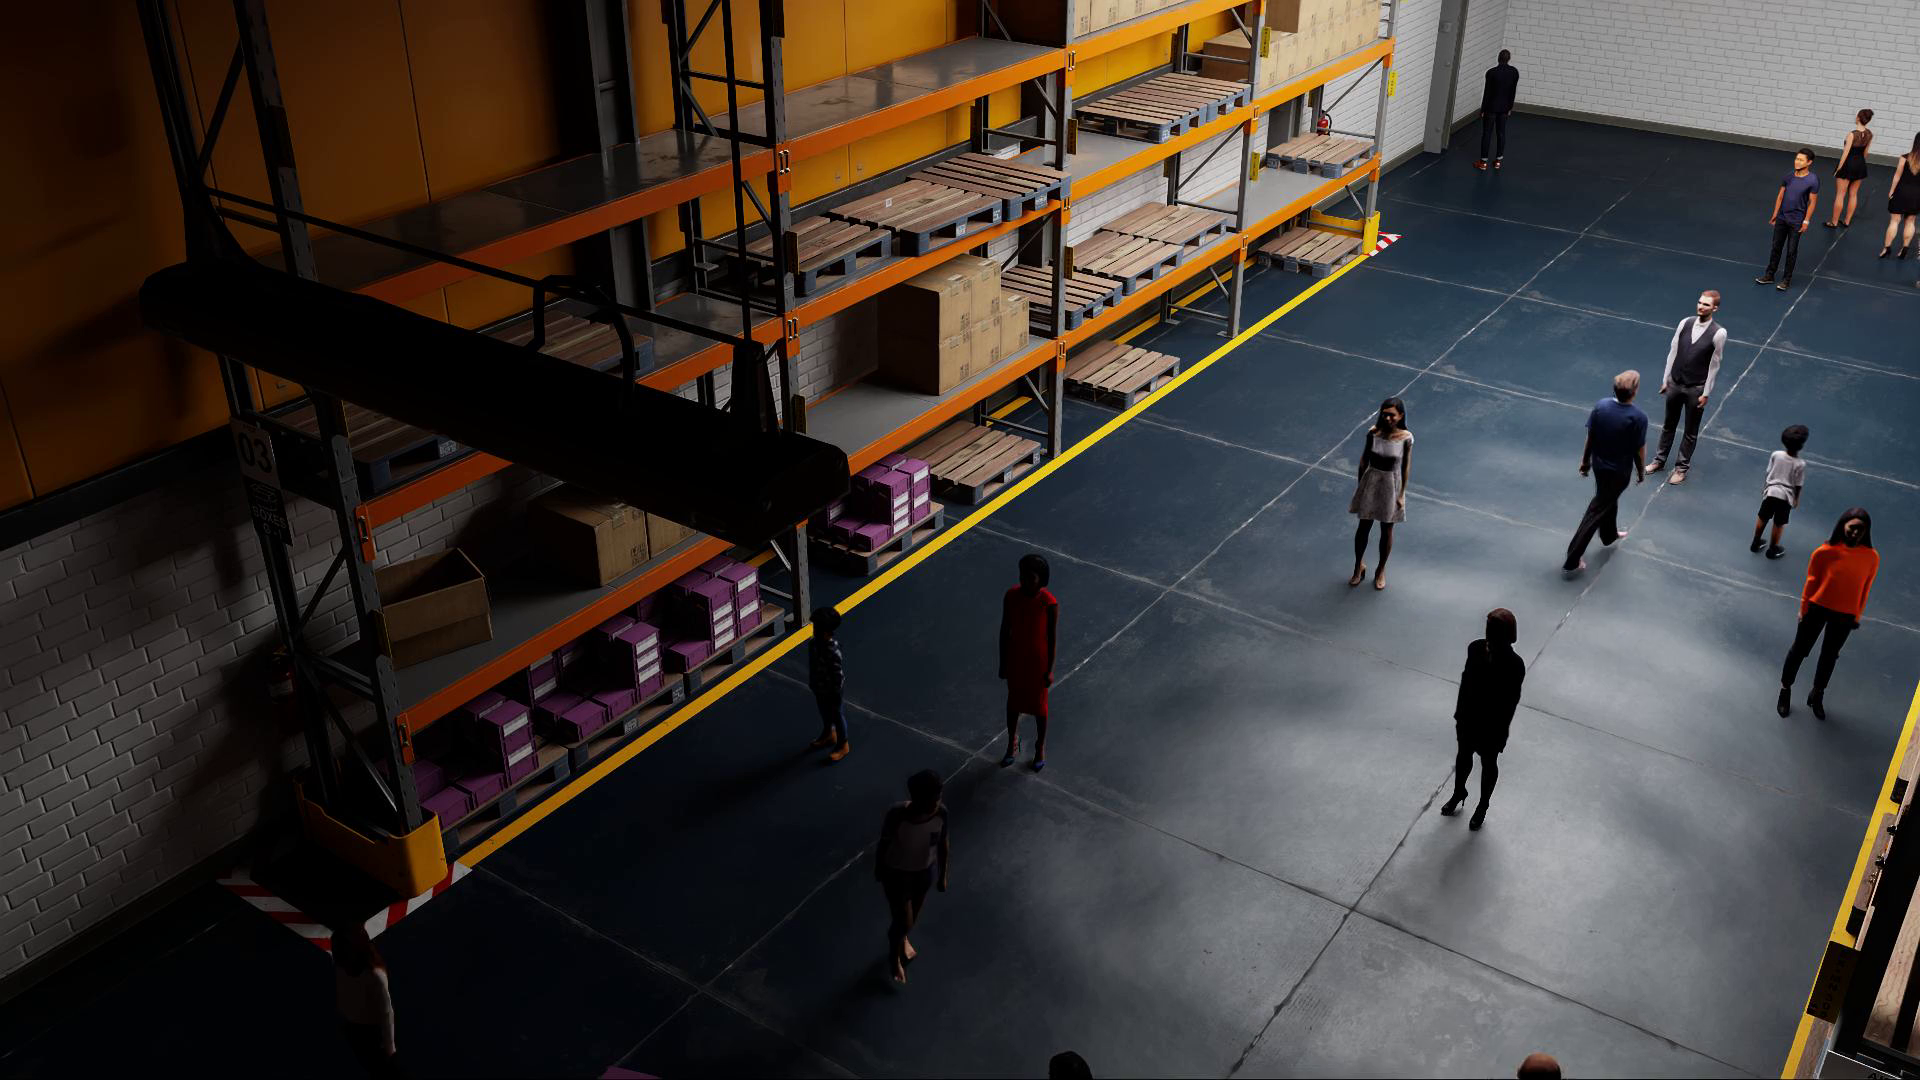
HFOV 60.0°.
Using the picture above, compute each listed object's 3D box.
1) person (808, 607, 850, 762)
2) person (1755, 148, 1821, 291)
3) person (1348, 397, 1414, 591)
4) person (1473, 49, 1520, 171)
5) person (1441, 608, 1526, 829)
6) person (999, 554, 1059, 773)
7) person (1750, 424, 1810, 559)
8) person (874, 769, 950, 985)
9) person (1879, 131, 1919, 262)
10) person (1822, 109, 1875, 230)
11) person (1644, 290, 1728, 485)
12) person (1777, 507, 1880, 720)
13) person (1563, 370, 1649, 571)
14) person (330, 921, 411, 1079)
[{"bbox_3d":[-0.965,1.036,12.196,0.526,1.246,0.538,-23,36,-35],"label":"person"},{"bbox_3d":[10.493,-4.058,20.965,0.653,1.791,0.714,-18,33,-29],"label":"person"},{"bbox_3d":[3.612,-0.402,14.281,0.713,1.775,0.715,10,30,18],"label":"person"},{"bbox_3d":[8.302,-6.663,25.713,0.780,1.818,0.840,-5,29,-9],"label":"person"},{"bbox_3d":[3.594,1.209,11.399,0.578,1.706,0.635,-22,35,-34],"label":"person"},{"bbox_3d":[0.497,0.878,11.966,0.620,1.744,0.589,9,30,16],"label":"person"},{"bbox_3d":[7.349,-0.443,14.897,0.552,1.257,0.529,-22,35,-34],"label":"person"},{"bbox_3d":[-0.330,1.973,10.183,0.747,1.529,0.801,-9,30,-15],"label":"person"},{"bbox_3d":[12.508,-4.533,21.919,0.742,1.712,0.757,4,29,7],"label":"person"},{"bbox_3d":[12.394,-5.166,23.121,0.673,1.672,0.738,-6,29,-11],"label":"person"},{"bbox_3d":[7.080,-1.511,16.143,0.661,1.938,0.711,-22,35,-34],"label":"person"},{"bbox_3d":[6.570,0.543,12.577,0.696,1.747,0.687,6,29,10],"label":"person"},{"bbox_3d":[5.626,-0.551,14.512,1.311,1.815,0.967,-19,34,-30],"label":"person"},{"bbox_3d":[-3.225,2.623,9.043,0.570,1.480,0.495,21,35,33],"label":"person"}]
